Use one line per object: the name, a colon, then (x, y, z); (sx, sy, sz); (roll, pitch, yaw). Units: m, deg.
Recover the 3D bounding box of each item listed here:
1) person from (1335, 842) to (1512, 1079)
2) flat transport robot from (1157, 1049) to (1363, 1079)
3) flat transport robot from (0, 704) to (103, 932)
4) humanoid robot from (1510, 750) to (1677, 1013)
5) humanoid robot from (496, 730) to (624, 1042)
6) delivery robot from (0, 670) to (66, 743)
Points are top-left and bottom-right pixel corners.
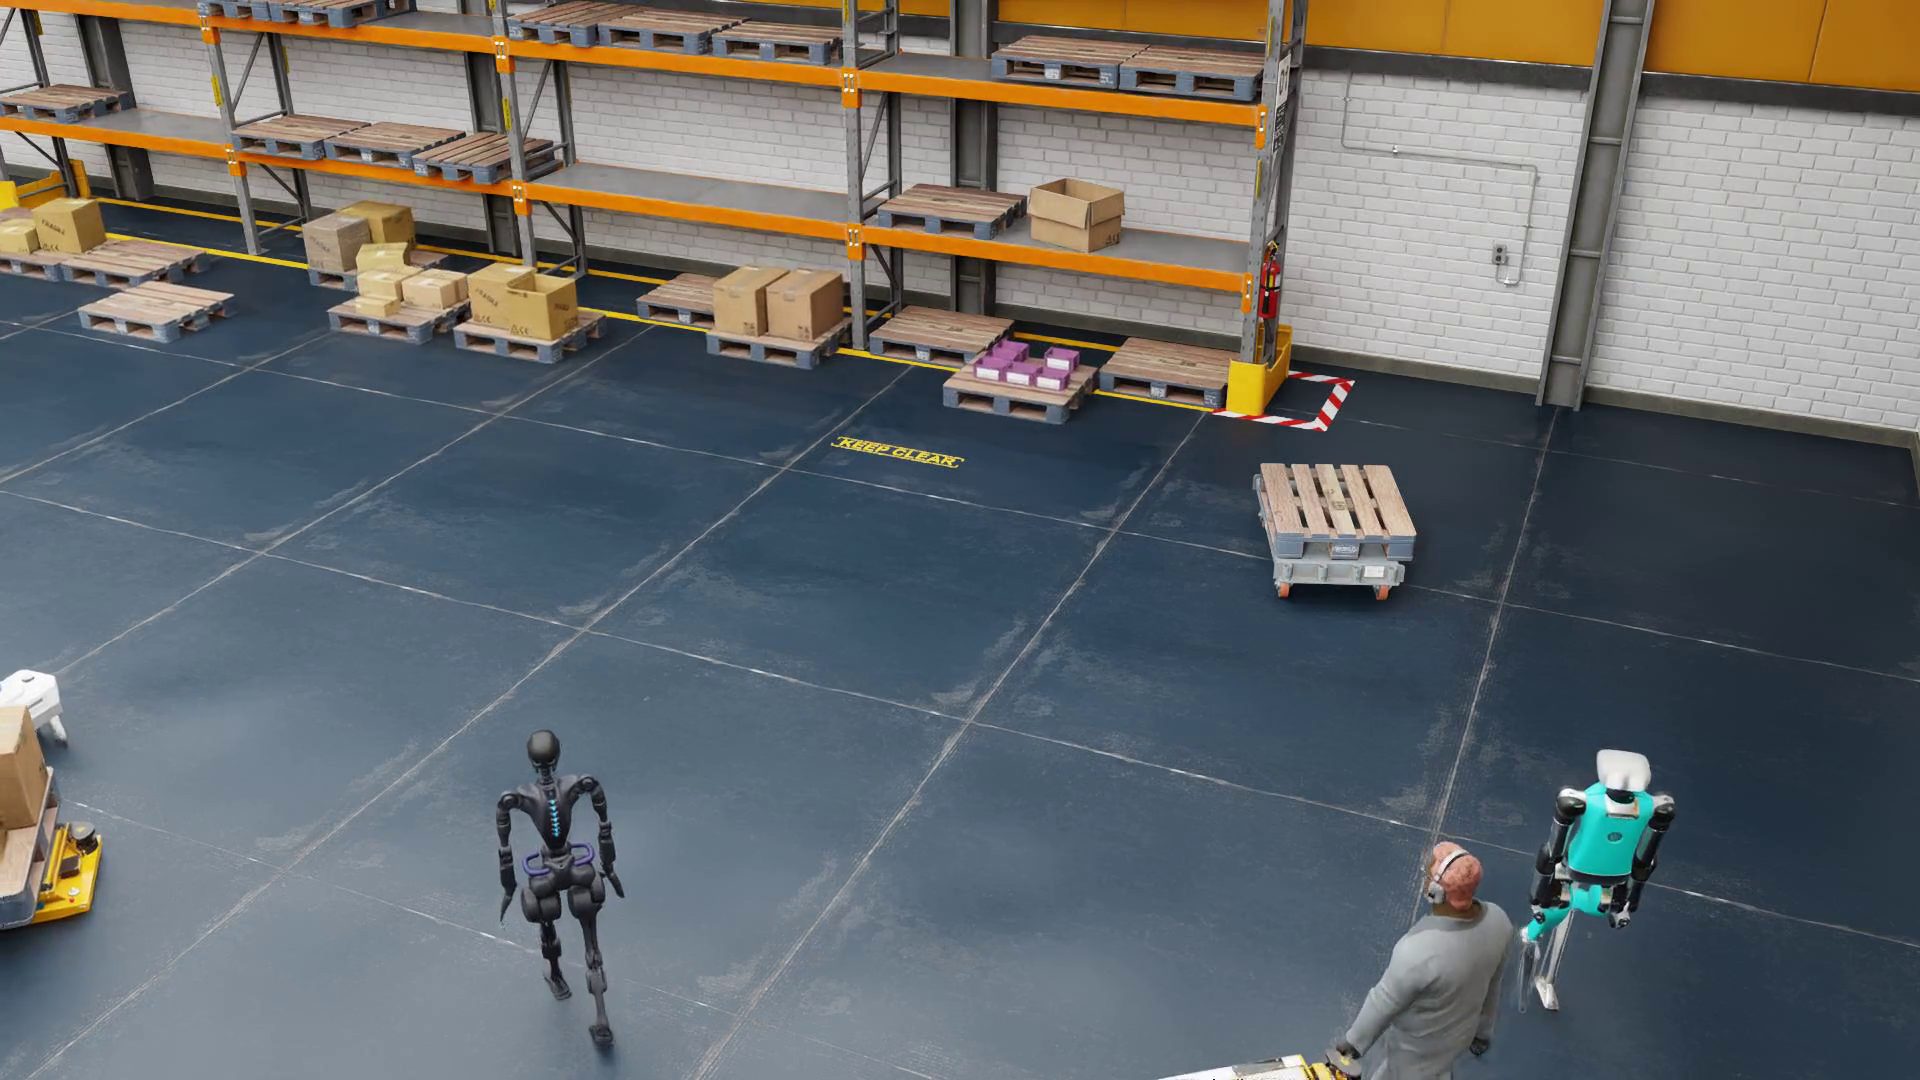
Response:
person: (1.966, 2.086, 7.156); (0.638, 1.852, 0.998); (-21, 34, -35)
flat transport robot: (1.260, 2.740, 7.618); (1.431, 0.231, 0.659); (-6, 28, -12)
flat transport robot: (-5.561, 1.939, 9.171); (1.431, 0.231, 0.659); (-9, 29, -17)
humanoid robot: (3.016, 1.683, 8.159); (0.538, 1.840, 0.815); (2, 27, 4)
humanoid robot: (-1.955, 1.699, 8.150); (0.608, 1.634, 0.734); (-12, 30, -21)
delivery robot: (-6.011, 1.159, 10.390); (0.509, 0.610, 0.781); (9, 29, 17)
